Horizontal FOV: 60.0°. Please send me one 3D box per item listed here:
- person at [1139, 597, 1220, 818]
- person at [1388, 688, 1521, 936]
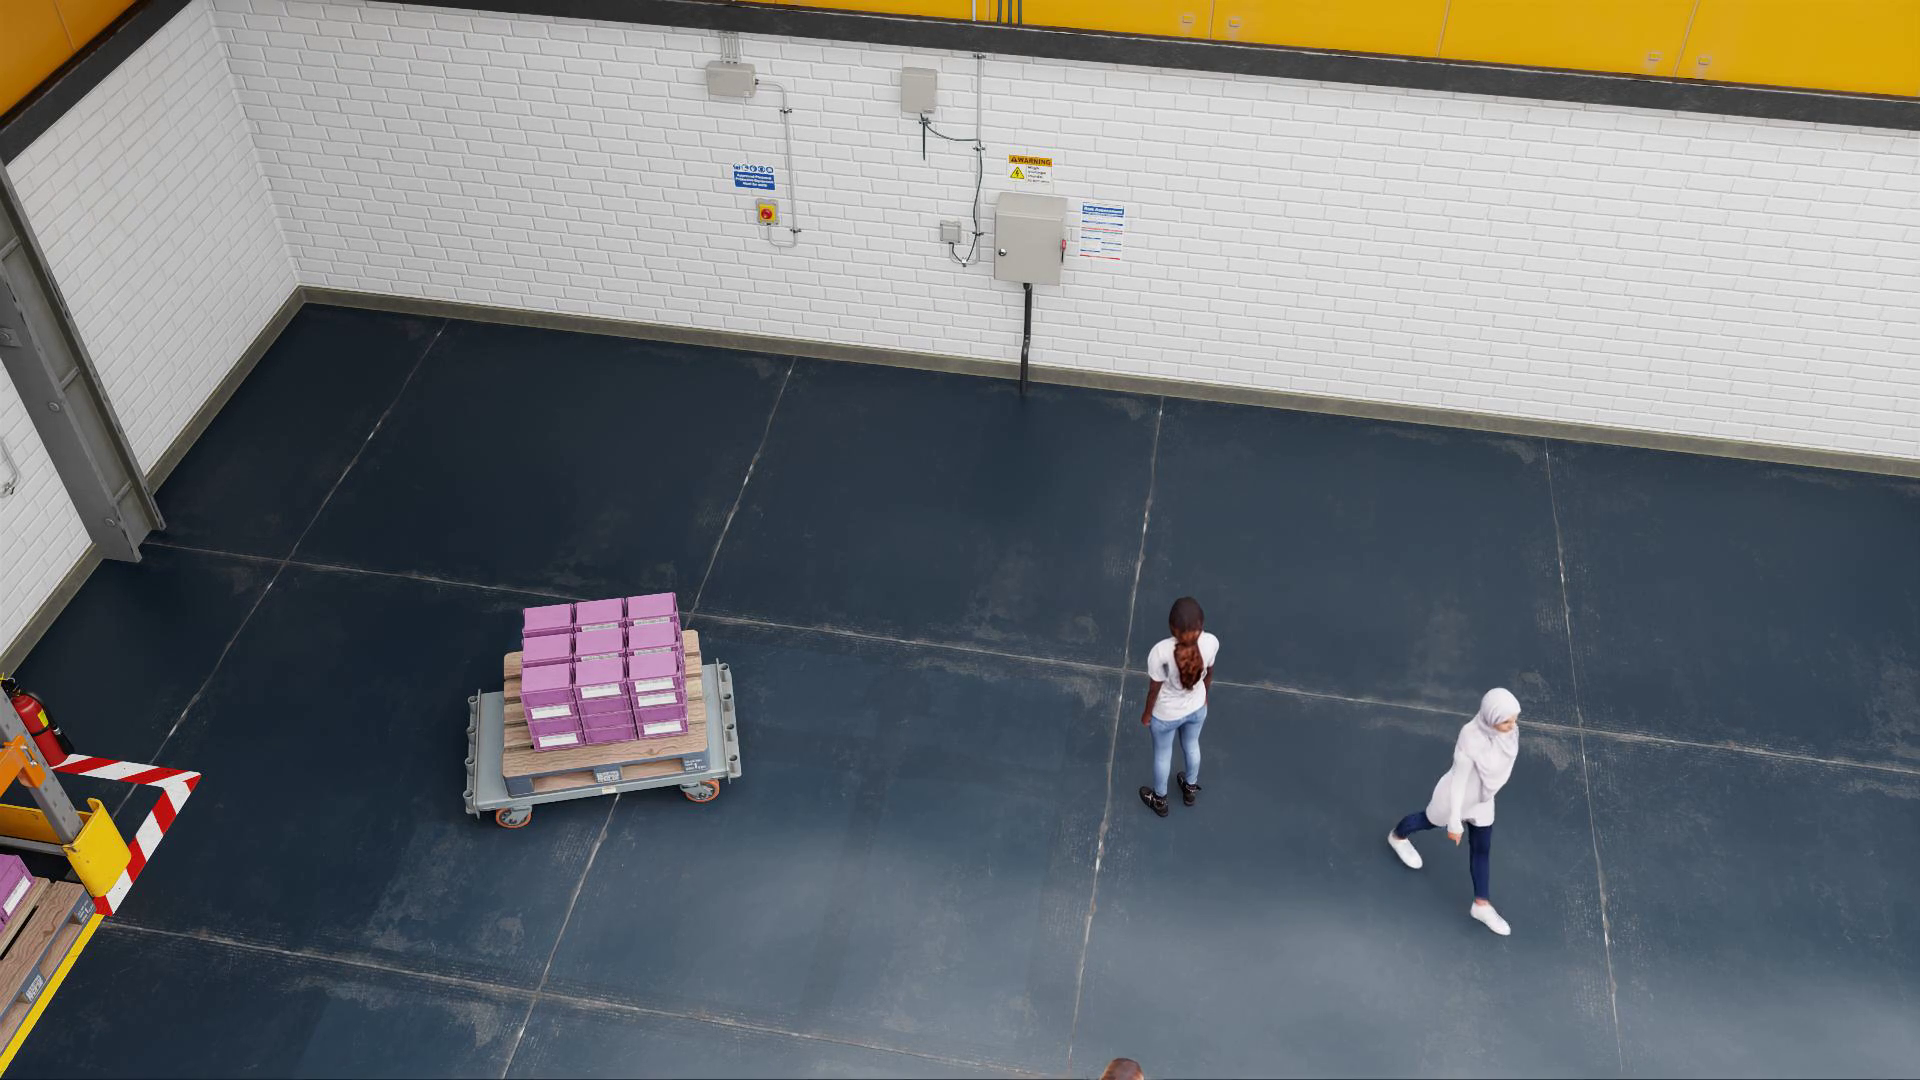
[{"bbox_3d":[1.279,0.985,9.739,0.662,1.720,0.678,-15,46,-15],"label":"person"},{"bbox_3d":[2.749,1.386,9.315,1.094,1.725,1.185,-23,48,-23],"label":"person"}]
